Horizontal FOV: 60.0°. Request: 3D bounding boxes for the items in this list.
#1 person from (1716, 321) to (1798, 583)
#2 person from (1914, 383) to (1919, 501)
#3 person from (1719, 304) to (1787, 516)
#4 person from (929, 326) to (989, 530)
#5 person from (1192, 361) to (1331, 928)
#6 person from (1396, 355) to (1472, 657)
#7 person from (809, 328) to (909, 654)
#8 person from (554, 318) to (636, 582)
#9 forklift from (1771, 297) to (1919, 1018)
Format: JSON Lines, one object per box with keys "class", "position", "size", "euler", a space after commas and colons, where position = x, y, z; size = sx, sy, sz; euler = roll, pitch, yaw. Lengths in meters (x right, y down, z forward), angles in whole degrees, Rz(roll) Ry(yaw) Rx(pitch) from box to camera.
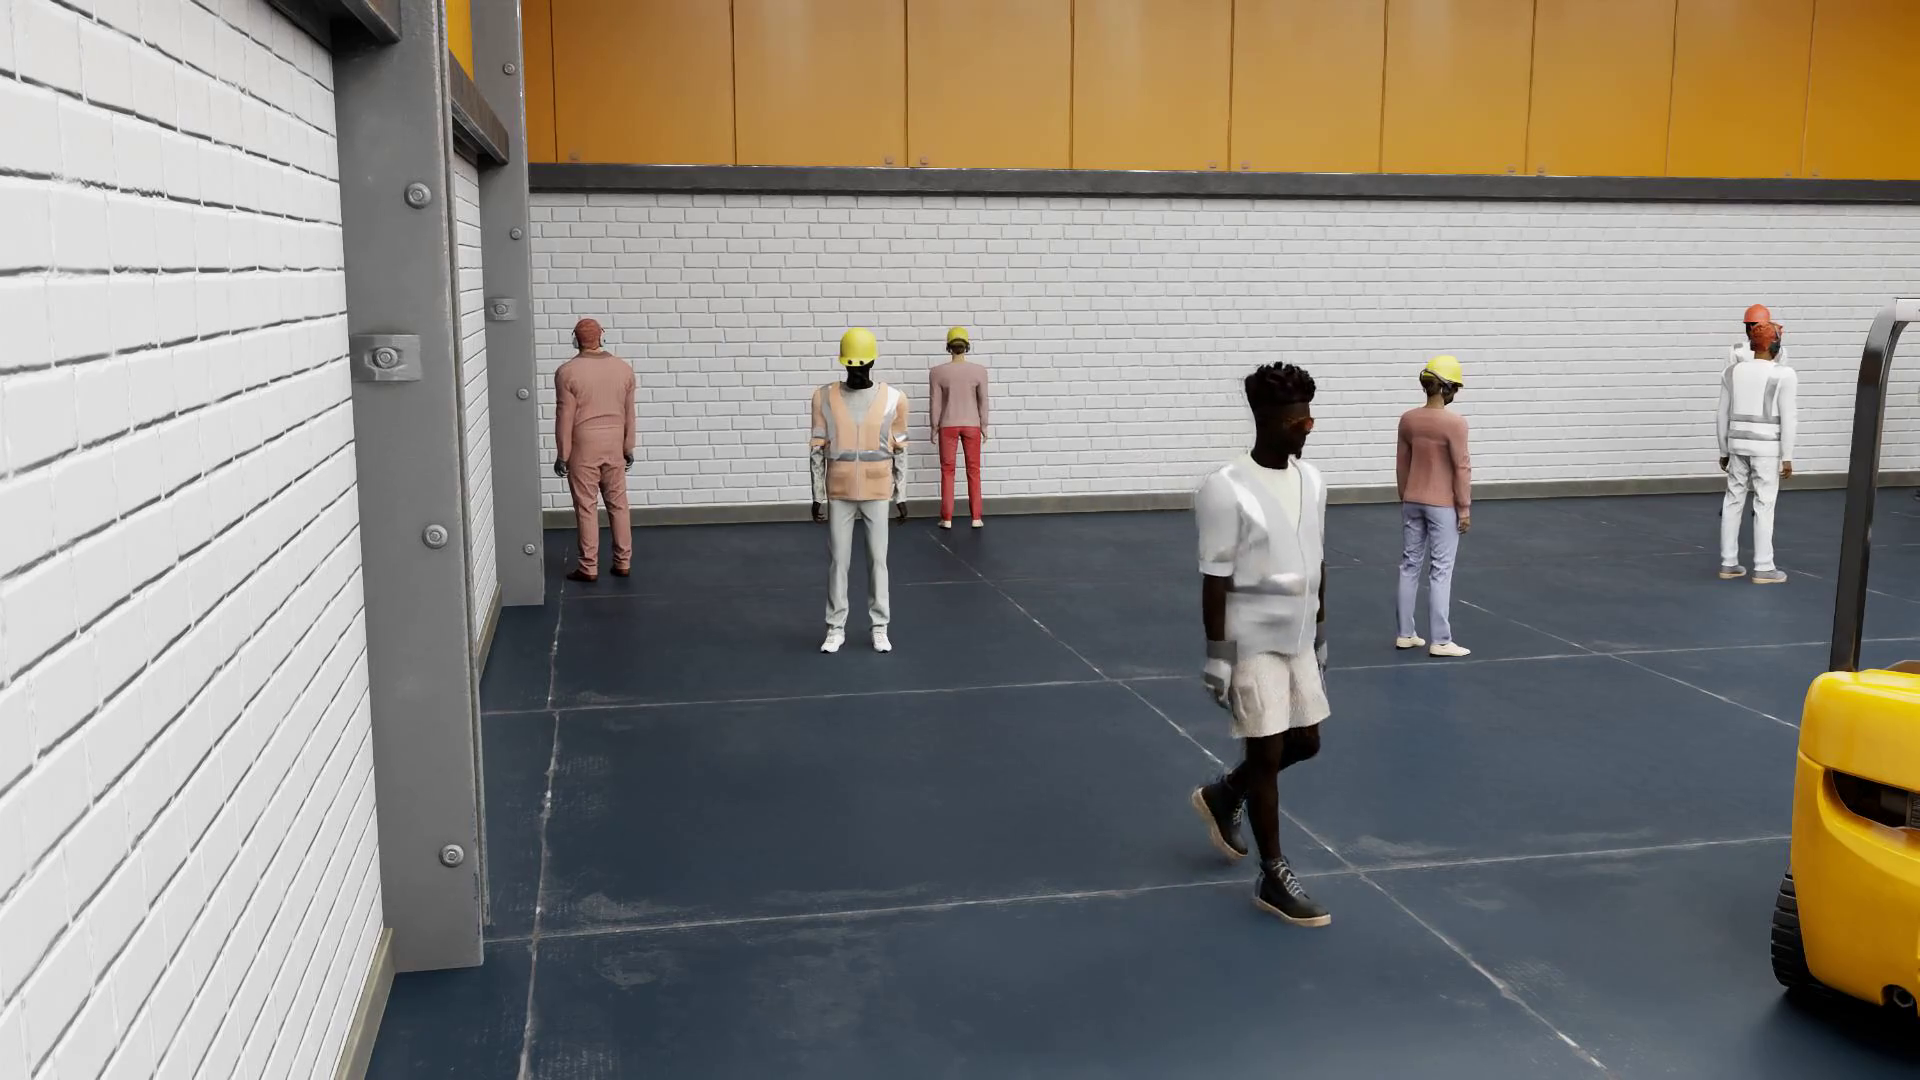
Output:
{"class": "person", "position": [5.745, -0.632, 12.010], "size": [0.360, 1.882, 0.575], "euler": [-6, 11, -32]}
{"class": "person", "position": [9.505, -1.283, 16.130], "size": [0.404, 1.830, 0.601], "euler": [6, 11, 33]}
{"class": "person", "position": [7.145, -1.158, 15.048], "size": [0.552, 1.935, 0.374], "euler": [1, 9, 5]}
{"class": "person", "position": [-0.008, -0.966, 14.402], "size": [0.522, 1.769, 0.311], "euler": [-1, 9, -5]}
{"class": "person", "position": [1.076, 0.335, 5.910], "size": [0.625, 1.948, 0.740], "euler": [-7, 12, -37]}
{"class": "person", "position": [2.779, -0.197, 9.733], "size": [0.320, 1.762, 0.522], "euler": [-6, 11, -32]}
{"class": "person", "position": [-0.591, -0.283, 9.780], "size": [0.585, 1.917, 0.382], "euler": [0, 9, -1]}
{"class": "person", "position": [-2.659, -0.650, 12.056], "size": [0.652, 1.904, 0.402], "euler": [-9, 13, -42]}
{"class": "forklift", "position": [3.542, 0.334, 5.177], "size": [2.313, 2.155, 1.214], "euler": [-9, 13, -43]}
